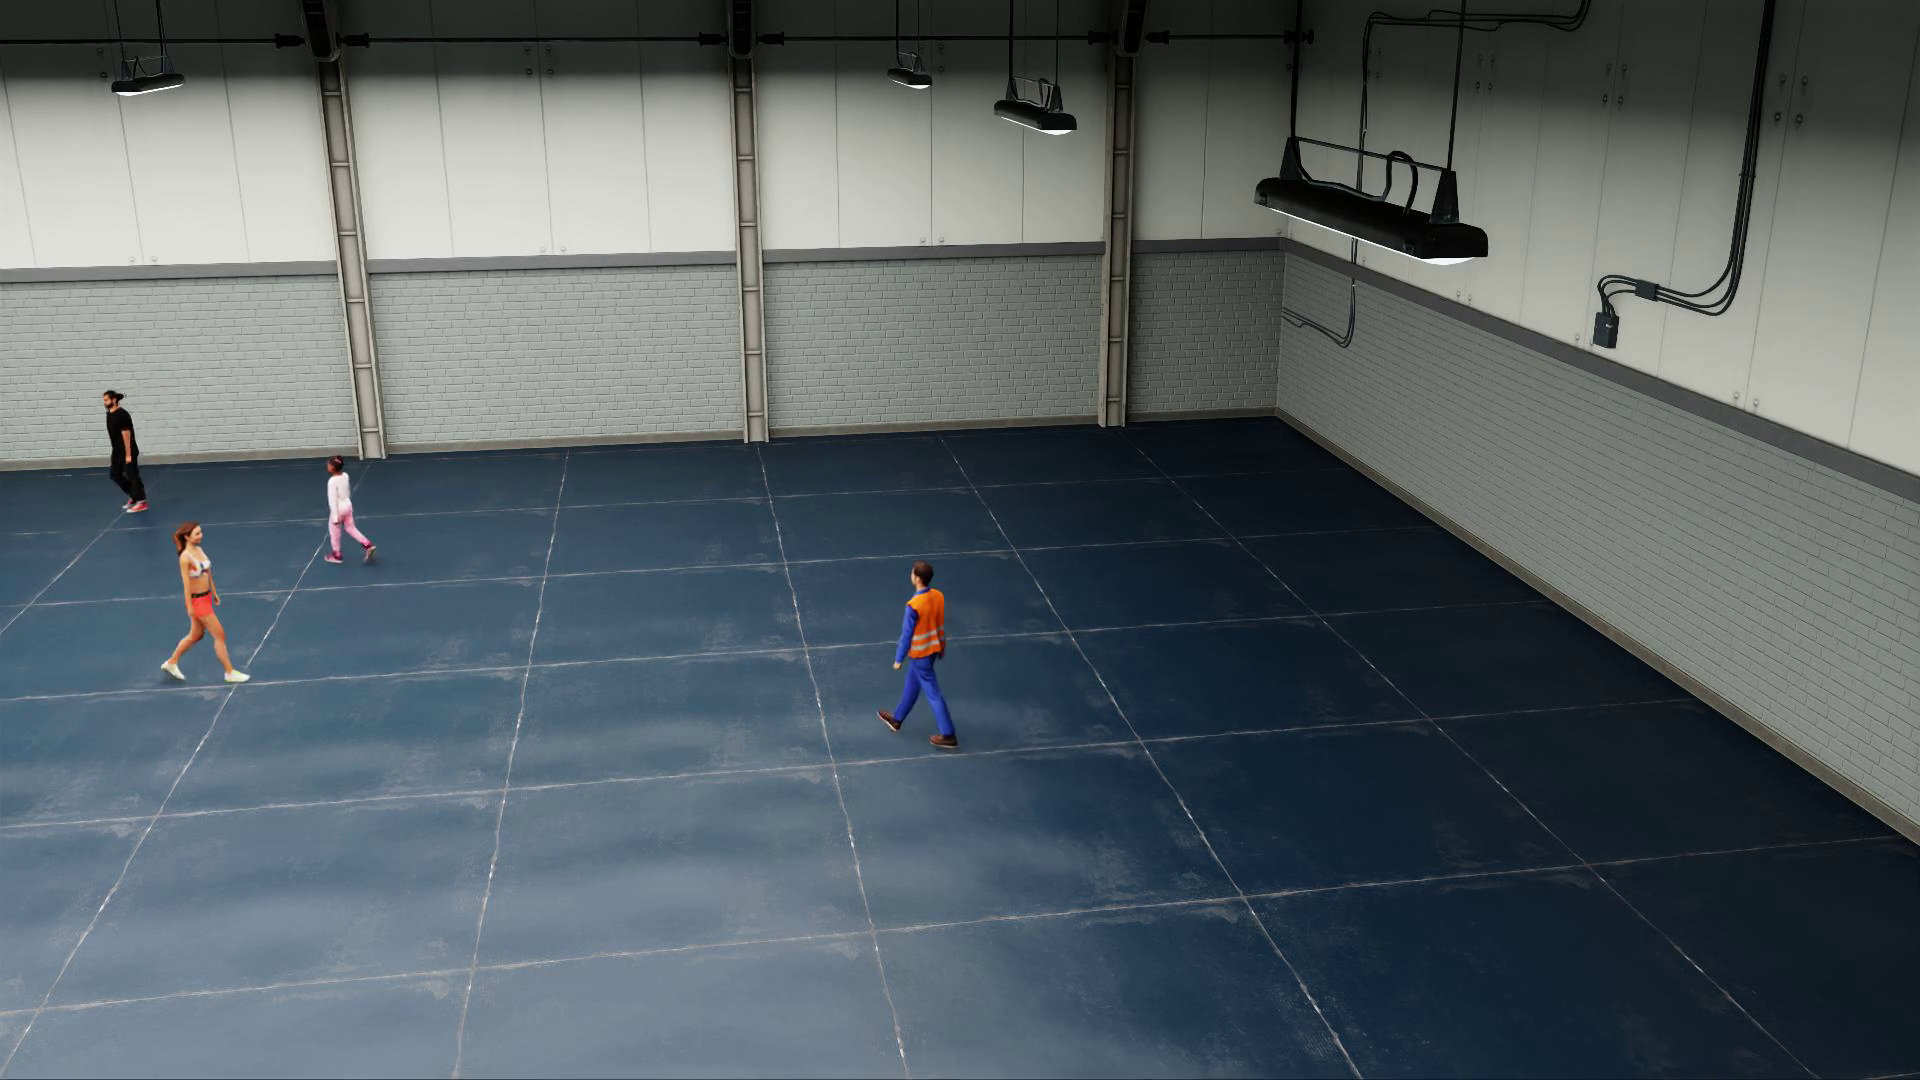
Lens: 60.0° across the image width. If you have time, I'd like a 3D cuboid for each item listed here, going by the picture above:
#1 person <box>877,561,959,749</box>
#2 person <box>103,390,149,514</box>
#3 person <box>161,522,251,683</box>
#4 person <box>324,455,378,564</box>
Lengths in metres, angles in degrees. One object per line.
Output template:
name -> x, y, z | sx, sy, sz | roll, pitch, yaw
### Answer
person -> -0.275, 1.132, 15.794 | 1.282, 1.813, 1.187 | 10, 21, 29
person -> -11.585, -1.258, 23.245 | 0.758, 1.744, 0.819 | 11, 21, 31
person -> -7.992, 0.675, 17.294 | 1.160, 1.752, 0.685 | -1, 18, -4
person -> -7.770, -0.379, 21.056 | 1.024, 1.428, 0.822 | 5, 19, 16
